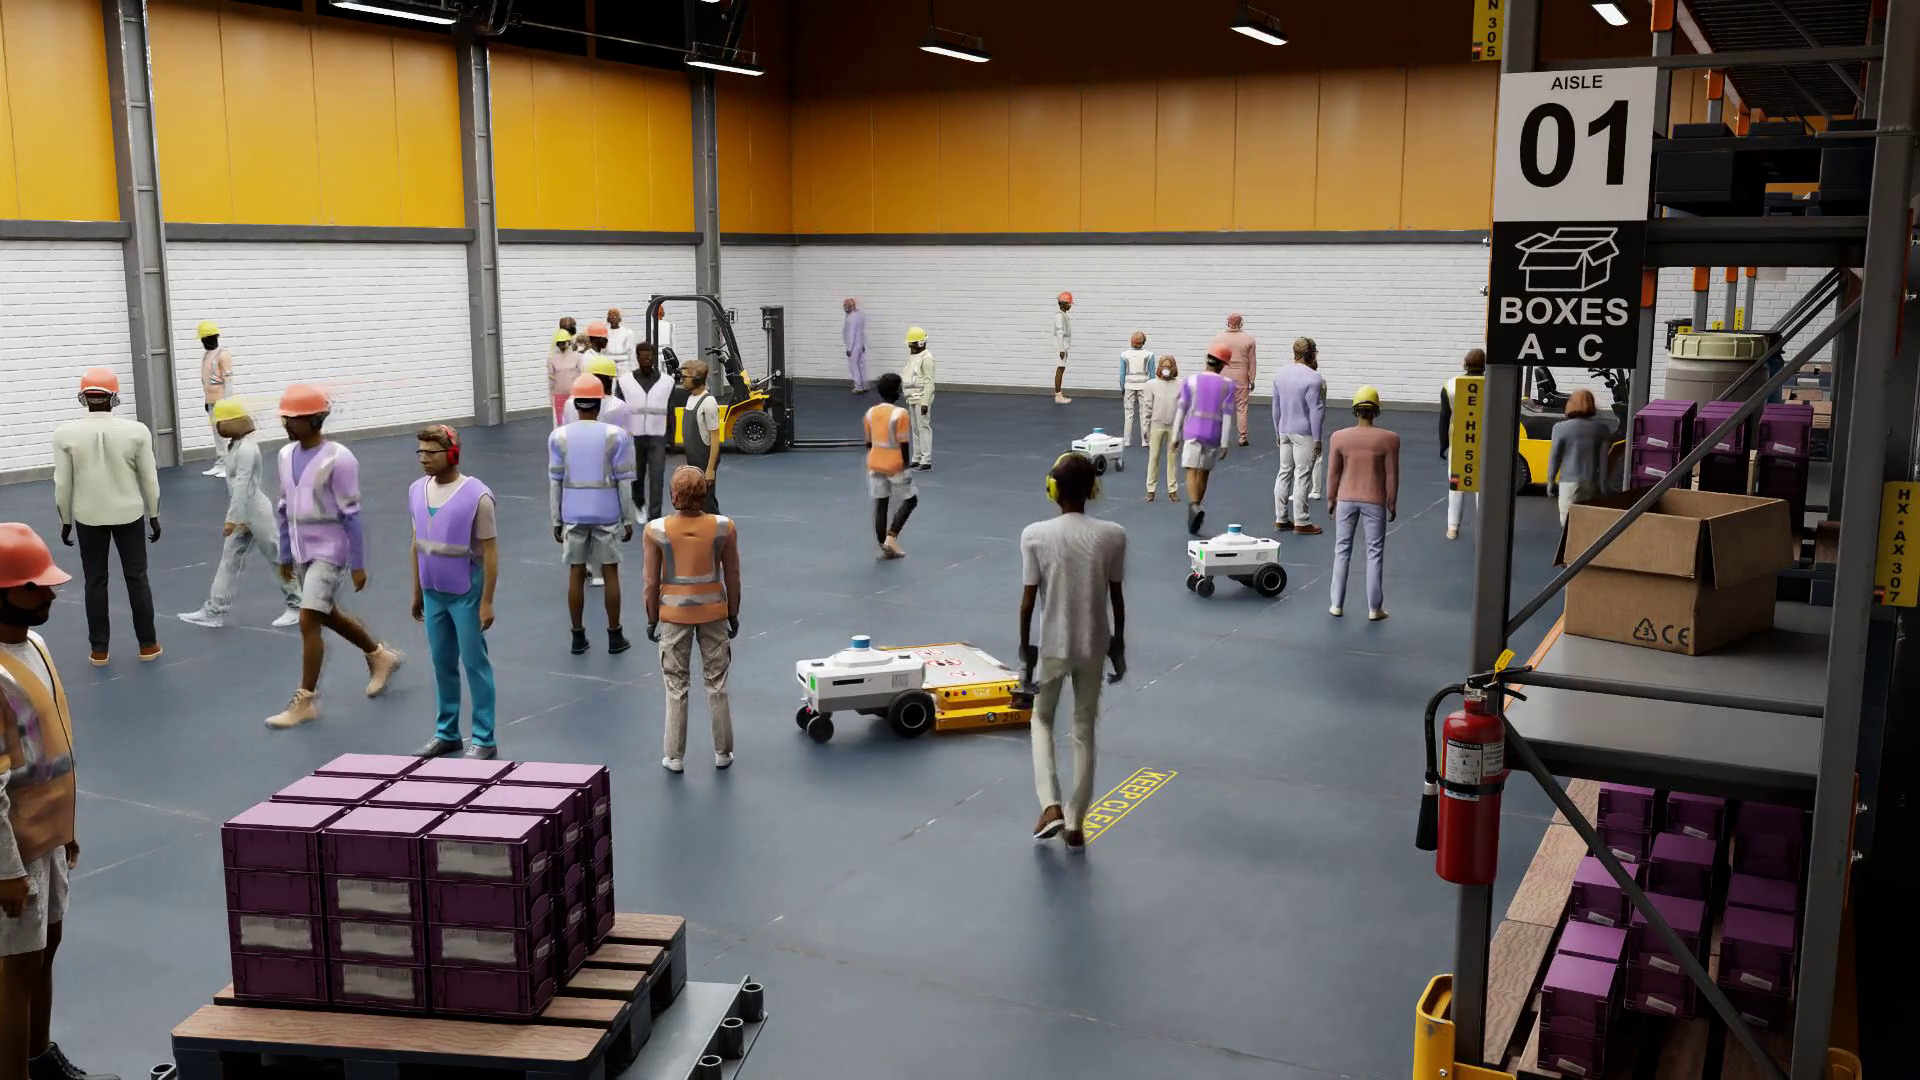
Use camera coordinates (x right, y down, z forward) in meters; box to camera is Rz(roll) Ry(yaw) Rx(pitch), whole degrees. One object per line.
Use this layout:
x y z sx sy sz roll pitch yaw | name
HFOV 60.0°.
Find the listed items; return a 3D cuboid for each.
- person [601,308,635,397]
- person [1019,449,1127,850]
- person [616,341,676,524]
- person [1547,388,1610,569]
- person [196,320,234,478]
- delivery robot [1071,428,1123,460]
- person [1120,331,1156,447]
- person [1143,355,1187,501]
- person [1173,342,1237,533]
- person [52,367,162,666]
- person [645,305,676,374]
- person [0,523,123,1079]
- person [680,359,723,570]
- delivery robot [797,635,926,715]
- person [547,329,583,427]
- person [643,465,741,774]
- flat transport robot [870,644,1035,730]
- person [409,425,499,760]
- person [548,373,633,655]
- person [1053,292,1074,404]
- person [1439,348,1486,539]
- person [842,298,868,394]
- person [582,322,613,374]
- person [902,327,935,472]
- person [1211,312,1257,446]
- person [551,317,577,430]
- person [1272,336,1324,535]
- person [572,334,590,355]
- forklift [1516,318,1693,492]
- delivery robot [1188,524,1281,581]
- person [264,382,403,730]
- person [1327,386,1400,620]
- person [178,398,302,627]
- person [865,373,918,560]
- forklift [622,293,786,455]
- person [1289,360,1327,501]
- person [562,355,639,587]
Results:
-5.463 -2.740 26.422 0.574 1.872 0.408 -1 10 -4 | person
0.524 0.510 7.658 0.525 1.856 0.380 -1 10 -3 | person
-3.110 -1.031 16.490 0.593 1.895 0.783 -2 10 -13 | person
5.279 -0.481 14.140 0.504 1.611 0.714 -1 10 -4 | person
-9.126 -1.731 20.420 0.584 1.928 0.373 9 13 43 | person
1.716 -1.154 20.784 0.477 0.478 0.707 9 13 42 | delivery robot
2.510 -2.124 23.529 0.515 1.641 0.309 3 10 16 | person
2.274 -1.234 18.396 0.507 1.631 0.275 0 10 1 | person
2.420 -1.016 16.474 0.607 1.873 0.924 1 10 9 | person
-5.687 -0.160 11.131 0.622 1.992 0.394 -5 11 -25 | person
-5.073 -3.051 28.190 0.586 1.886 0.344 -8 12 -38 | person
-2.867 0.904 5.139 0.359 1.938 0.545 -2 10 -13 | person
-2.241 -0.640 14.353 0.328 1.842 0.514 -6 11 -30 | person
-0.567 0.791 9.521 0.707 0.478 0.477 -4 10 -19 | delivery robot
-5.228 -1.948 22.190 0.536 1.749 0.486 0 10 2 | person
-1.410 0.422 8.789 0.515 1.641 0.309 -3 10 -15 | person
-0.059 0.863 10.196 0.652 0.197 1.431 -3 10 -20 | flat transport robot
-2.714 0.291 8.958 0.571 1.843 0.372 5 11 28 | person
-2.520 -0.174 11.400 0.555 1.929 0.390 0 10 -3 | person
1.894 -3.512 30.409 0.383 2.041 0.605 1 10 7 | person
4.914 -0.913 15.945 0.633 1.839 0.429 3 10 18 | person
-2.050 -3.787 32.508 0.471 1.870 0.776 2 10 9 | person
-4.350 -1.634 19.901 0.467 1.942 0.588 0 10 1 | person
-0.525 -1.763 20.914 0.403 1.823 0.586 -4 10 -21 | person
3.892 -2.281 23.669 0.641 1.908 0.408 2 10 11 | person
-5.721 -2.320 24.143 0.436 1.831 0.629 -5 11 -25 | person
3.313 -1.020 16.277 0.355 1.937 0.634 -6 11 -30 | person
-5.378 -2.103 23.472 0.518 1.602 0.692 6 12 33 | person
7.066 -1.601 18.899 2.313 2.155 1.214 5 11 27 | forklift
2.210 0.118 13.419 0.707 0.478 0.477 -2 10 -10 | delivery robot
-3.750 0.052 9.894 0.621 2.012 0.985 6 12 32 | person
3.036 -0.282 12.559 0.536 1.755 0.383 5 11 26 | person
-5.241 -0.179 12.093 0.902 1.684 0.512 -7 12 -34 | person
-0.615 -0.647 14.817 0.551 1.685 0.366 9 13 42 | person
-3.588 -2.317 23.042 2.313 2.155 1.214 -1 10 -5 | forklift
3.837 -1.240 18.407 0.514 1.642 0.314 -5 11 -28 | person
-3.007 -0.570 13.778 0.666 1.897 0.535 3 10 14 | person
